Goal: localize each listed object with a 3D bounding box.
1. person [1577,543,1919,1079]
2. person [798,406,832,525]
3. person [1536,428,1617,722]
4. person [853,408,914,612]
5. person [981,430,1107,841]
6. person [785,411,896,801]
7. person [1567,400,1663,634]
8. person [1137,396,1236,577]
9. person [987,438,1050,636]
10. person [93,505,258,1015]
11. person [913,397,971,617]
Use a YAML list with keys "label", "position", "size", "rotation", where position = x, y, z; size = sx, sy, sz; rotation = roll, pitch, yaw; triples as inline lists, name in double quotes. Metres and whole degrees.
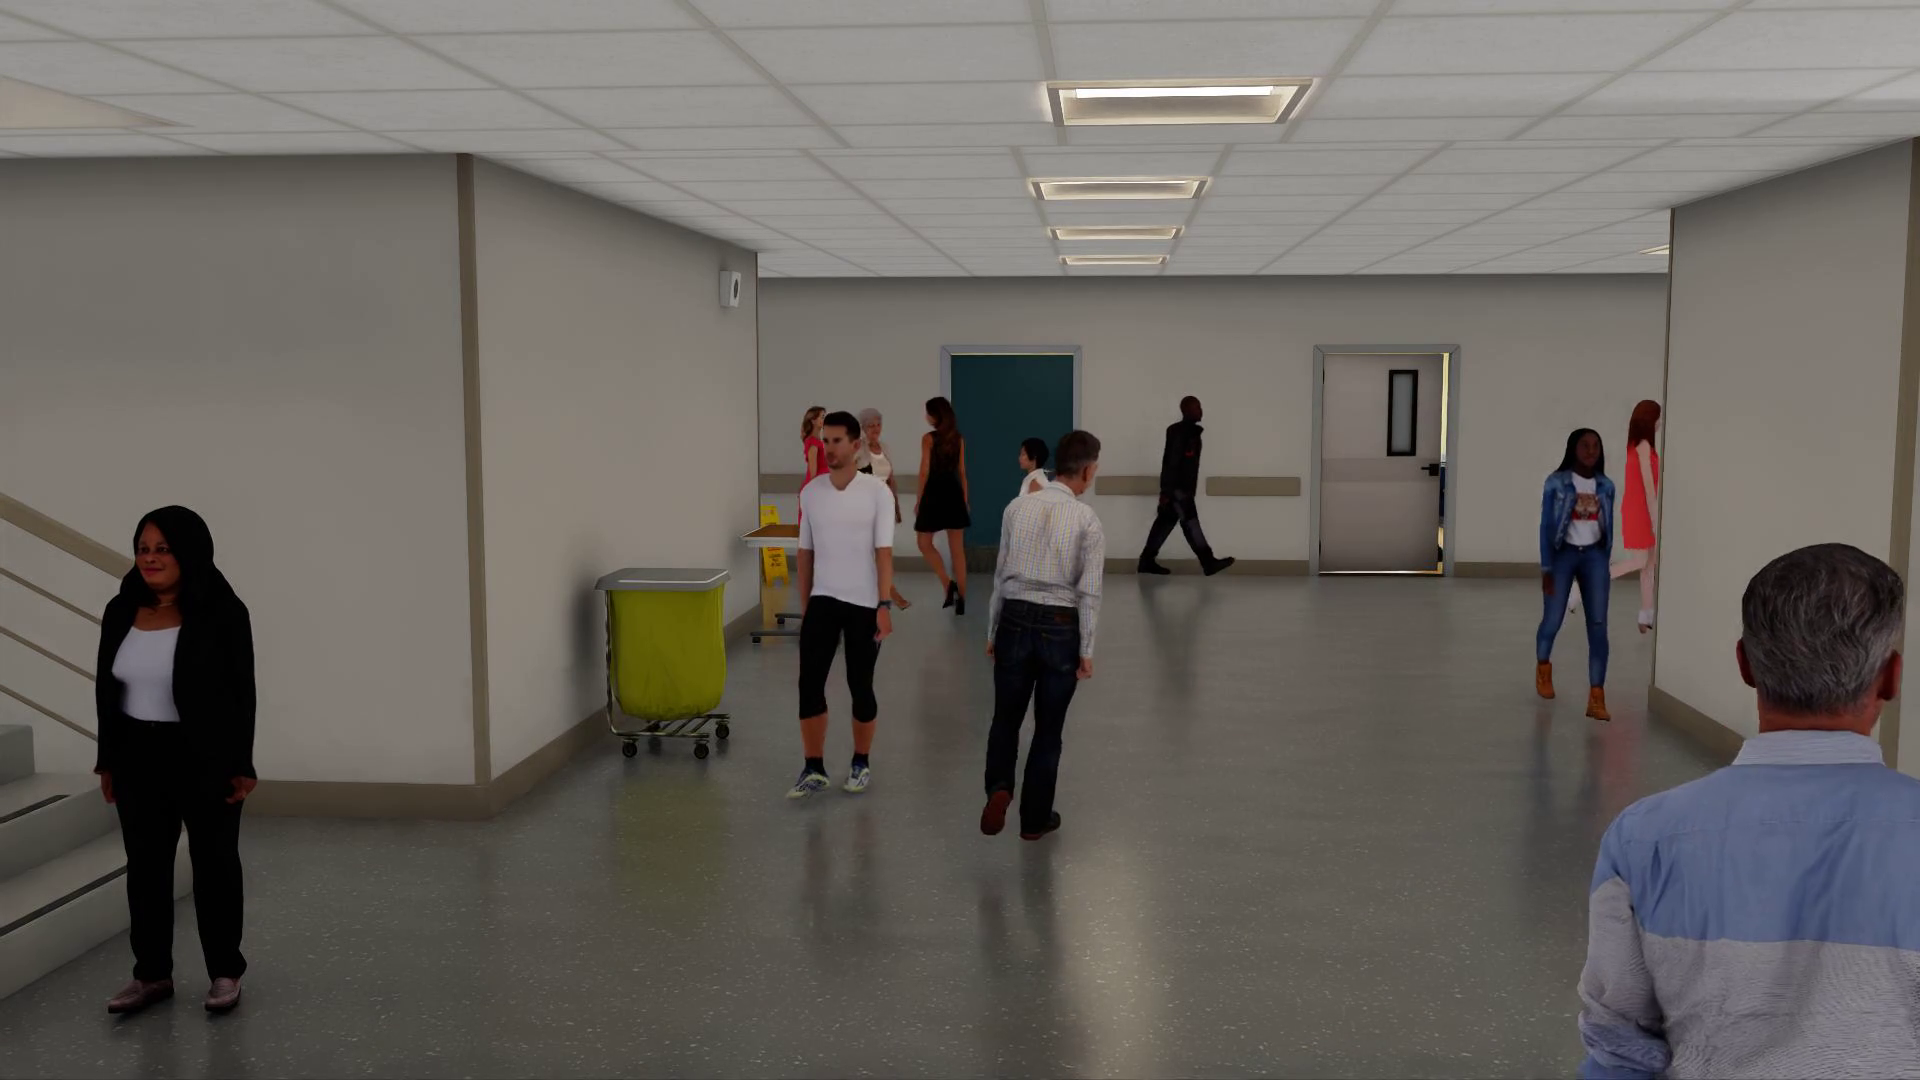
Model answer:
- label: "person"
  position: [1.024, 0.933, 2.013]
  size: [1.081, 1.796, 1.056]
  rotation: [4, 7, 37]
- label: "person"
  position: [-1.378, -0.408, 15.678]
  size: [0.537, 1.728, 0.572]
  rotation: [0, 6, 3]
- label: "person"
  position: [3.611, 0.208, 9.895]
  size: [1.143, 1.660, 0.657]
  rotation: [0, 6, 4]
- label: "person"
  position: [-0.832, -0.215, 13.891]
  size: [1.187, 1.702, 1.049]
  rotation: [4, 7, 38]
- label: "person"
  position: [0.321, 0.438, 7.037]
  size: [0.991, 1.775, 0.915]
  rotation: [2, 6, 15]
- label: "person"
  position: [-0.520, 0.305, 8.061]
  size: [0.832, 1.835, 0.823]
  rotation: [1, 6, 13]
- label: "person"
  position: [5.106, -0.148, 12.741]
  size: [1.077, 1.799, 0.718]
  rotation: [1, 6, 13]
- label: "person"
  position: [2.044, -0.487, 16.263]
  size: [1.305, 1.768, 0.923]
  rotation: [2, 6, 20]
- label: "person"
  position: [0.633, 0.020, 12.376]
  size: [0.785, 1.538, 0.583]
  rotation: [0, 6, -2]
- label: "person"
  position: [-2.488, 0.692, 5.301]
  size: [0.605, 1.616, 0.744]
  rotation: [0, 6, -4]
- label: "person"
  position: [-0.144, -0.261, 13.734]
  size: [0.782, 1.824, 0.848]
  rotation: [-2, 6, -23]
